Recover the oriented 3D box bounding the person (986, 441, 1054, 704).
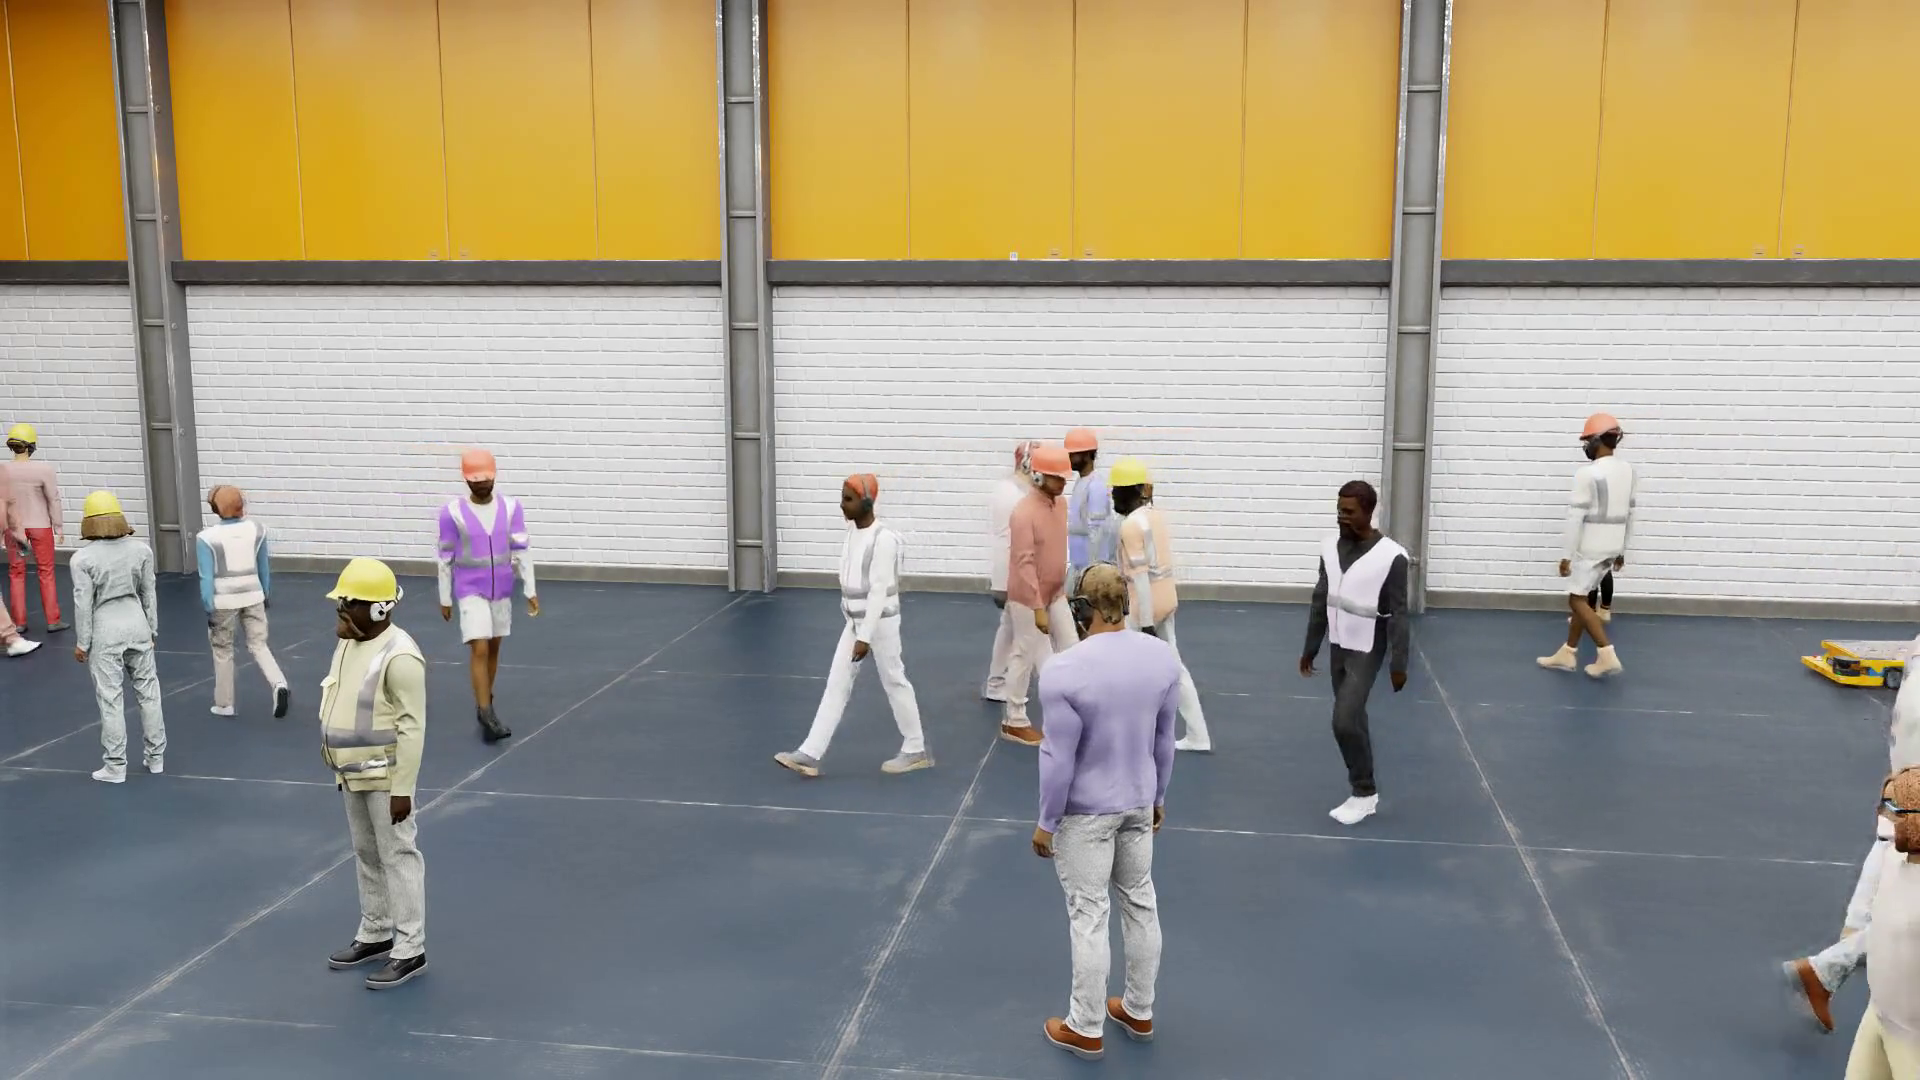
[{"bbox_3d":[0.562,0.258,11.436,0.905,1.866,0.662,3,10,18],"label":"person"}]

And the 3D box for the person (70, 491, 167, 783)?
[{"bbox_3d":[-5.031,0.572,9.909,0.311,1.736,0.484,7,12,38],"label":"person"}]

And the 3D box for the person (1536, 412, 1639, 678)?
[{"bbox_3d":[4.706,0.037,12.412,0.668,1.992,0.715,-6,11,-32],"label":"person"}]

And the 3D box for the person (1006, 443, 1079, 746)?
[{"bbox_3d":[0.582,0.368,10.453,0.783,1.958,0.645,7,12,37],"label":"person"}]

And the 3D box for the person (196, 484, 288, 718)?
[{"bbox_3d":[-4.837,0.425,11.172,0.689,1.617,0.520,8,12,40],"label":"person"}]

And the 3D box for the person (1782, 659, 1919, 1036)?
[{"bbox_3d":[3.550,1.089,6.175,0.697,1.915,0.635,5,11,29],"label":"person"}]

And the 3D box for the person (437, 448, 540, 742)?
[{"bbox_3d":[-3.039,0.349,10.794,0.556,1.887,0.931,-7,12,-37],"label":"person"}]

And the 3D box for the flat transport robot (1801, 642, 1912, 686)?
[{"bbox_3d":[7.106,0.913,12.311,1.431,0.197,0.652,1,9,4],"label":"flat transport robot"}]

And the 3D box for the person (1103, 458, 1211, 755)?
[{"bbox_3d":[1.157,0.419,10.496,0.979,1.854,0.594,5,10,27],"label":"person"}]

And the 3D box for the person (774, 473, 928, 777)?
[{"bbox_3d":[-0.614,0.525,9.890,0.978,1.831,0.579,-6,11,-32],"label":"person"}]

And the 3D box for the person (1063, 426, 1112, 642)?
[{"bbox_3d":[1.004,0.126,12.122,0.734,1.912,0.570,-2,9,-14],"label":"person"}]

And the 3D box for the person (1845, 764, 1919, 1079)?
[{"bbox_3d":[2.859,1.446,4.893,0.667,1.609,0.512,1,9,7],"label":"person"}]

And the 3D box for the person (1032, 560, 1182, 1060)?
[{"bbox_3d":[0.554,1.037,6.431,0.627,1.934,0.372,-6,11,-31],"label":"person"}]

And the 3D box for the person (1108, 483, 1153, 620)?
[{"bbox_3d":[1.249,0.378,11.481,0.727,1.602,0.513,4,10,22],"label":"person"}]

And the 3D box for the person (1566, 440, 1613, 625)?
[{"bbox_3d":[5.416,-0.105,14.197,0.540,1.696,0.317,-7,12,-37],"label":"person"}]

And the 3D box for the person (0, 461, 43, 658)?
[{"bbox_3d":[-7.670,0.007,13.064,0.985,1.847,0.642,2,9,10],"label":"person"}]

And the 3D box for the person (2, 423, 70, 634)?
[{"bbox_3d":[-7.779,-0.091,13.904,0.535,1.767,0.317,-2,9,-11],"label":"person"}]

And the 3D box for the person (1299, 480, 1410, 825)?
[{"bbox_3d":[2.133,0.617,9.115,0.512,1.897,0.606,-5,10,-27],"label":"person"}]

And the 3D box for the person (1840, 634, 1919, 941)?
[{"bbox_3d":[4.317,1.001,7.087,0.981,1.784,0.633,7,12,39],"label":"person"}]

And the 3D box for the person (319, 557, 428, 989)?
[{"bbox_3d":[-2.503,0.978,7.094,0.590,1.837,0.404,8,13,42],"label":"person"}]
